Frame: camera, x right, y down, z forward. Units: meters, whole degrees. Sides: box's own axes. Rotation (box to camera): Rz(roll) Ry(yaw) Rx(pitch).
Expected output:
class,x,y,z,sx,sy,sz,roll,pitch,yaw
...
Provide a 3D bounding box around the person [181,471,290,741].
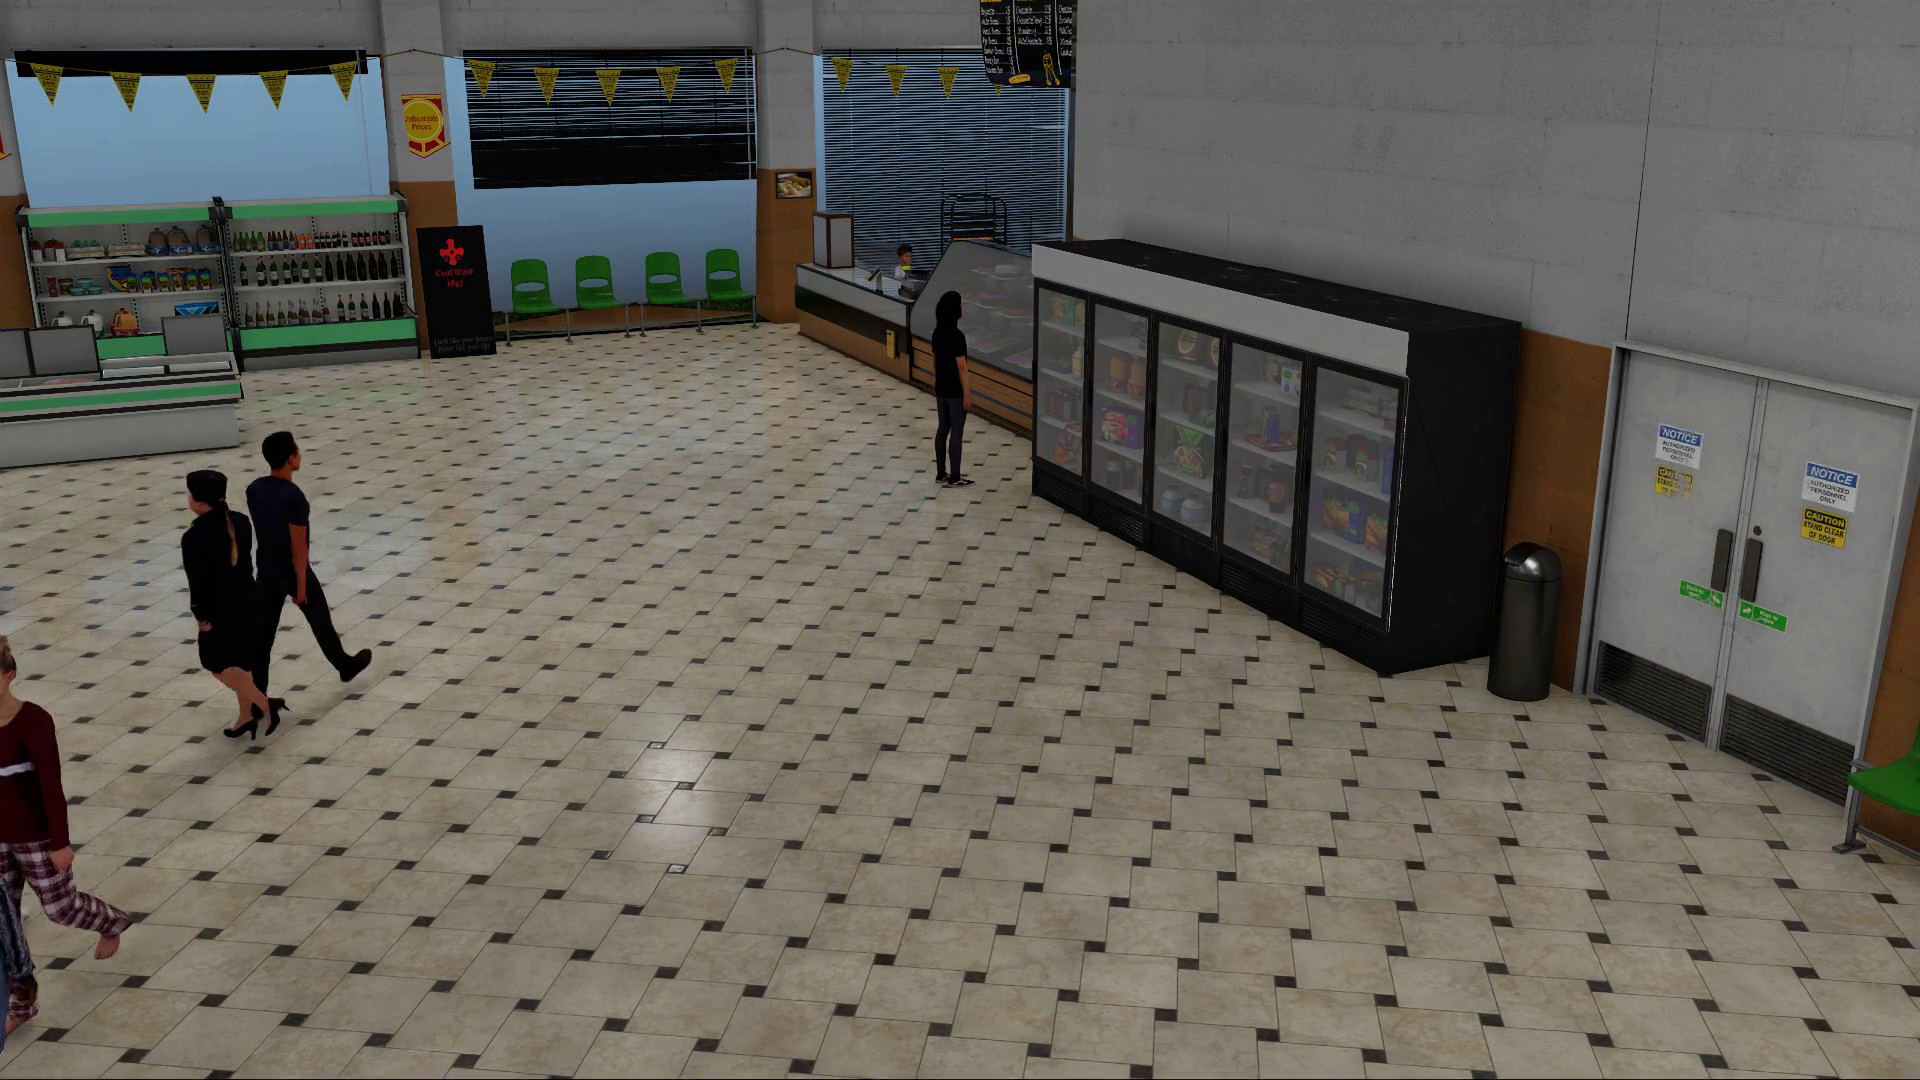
class,x,y,z,sx,sy,sz,roll,pitch,yaw
person,-4.228,0.426,9.757,0.987,1.661,0.926,5,18,17

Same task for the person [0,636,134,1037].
class,x,y,z,sx,sy,sz,roll,pitch,yaw
person,-3.950,1.225,7.113,1.035,1.669,1.027,3,17,9

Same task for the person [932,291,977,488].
class,x,y,z,sx,sy,sz,roll,pitch,yaw
person,-0.090,-1.415,15.522,0.596,1.834,0.671,-12,20,-34

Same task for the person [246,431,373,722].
class,x,y,z,sx,sy,sz,roll,pitch,yaw
person,-4.210,0.264,10.182,1.132,1.724,1.209,6,18,20

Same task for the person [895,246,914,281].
class,x,y,z,sx,sy,sz,roll,pitch,yaw
person,-0.823,-3.518,23.466,0.803,1.242,0.635,-12,21,-34
